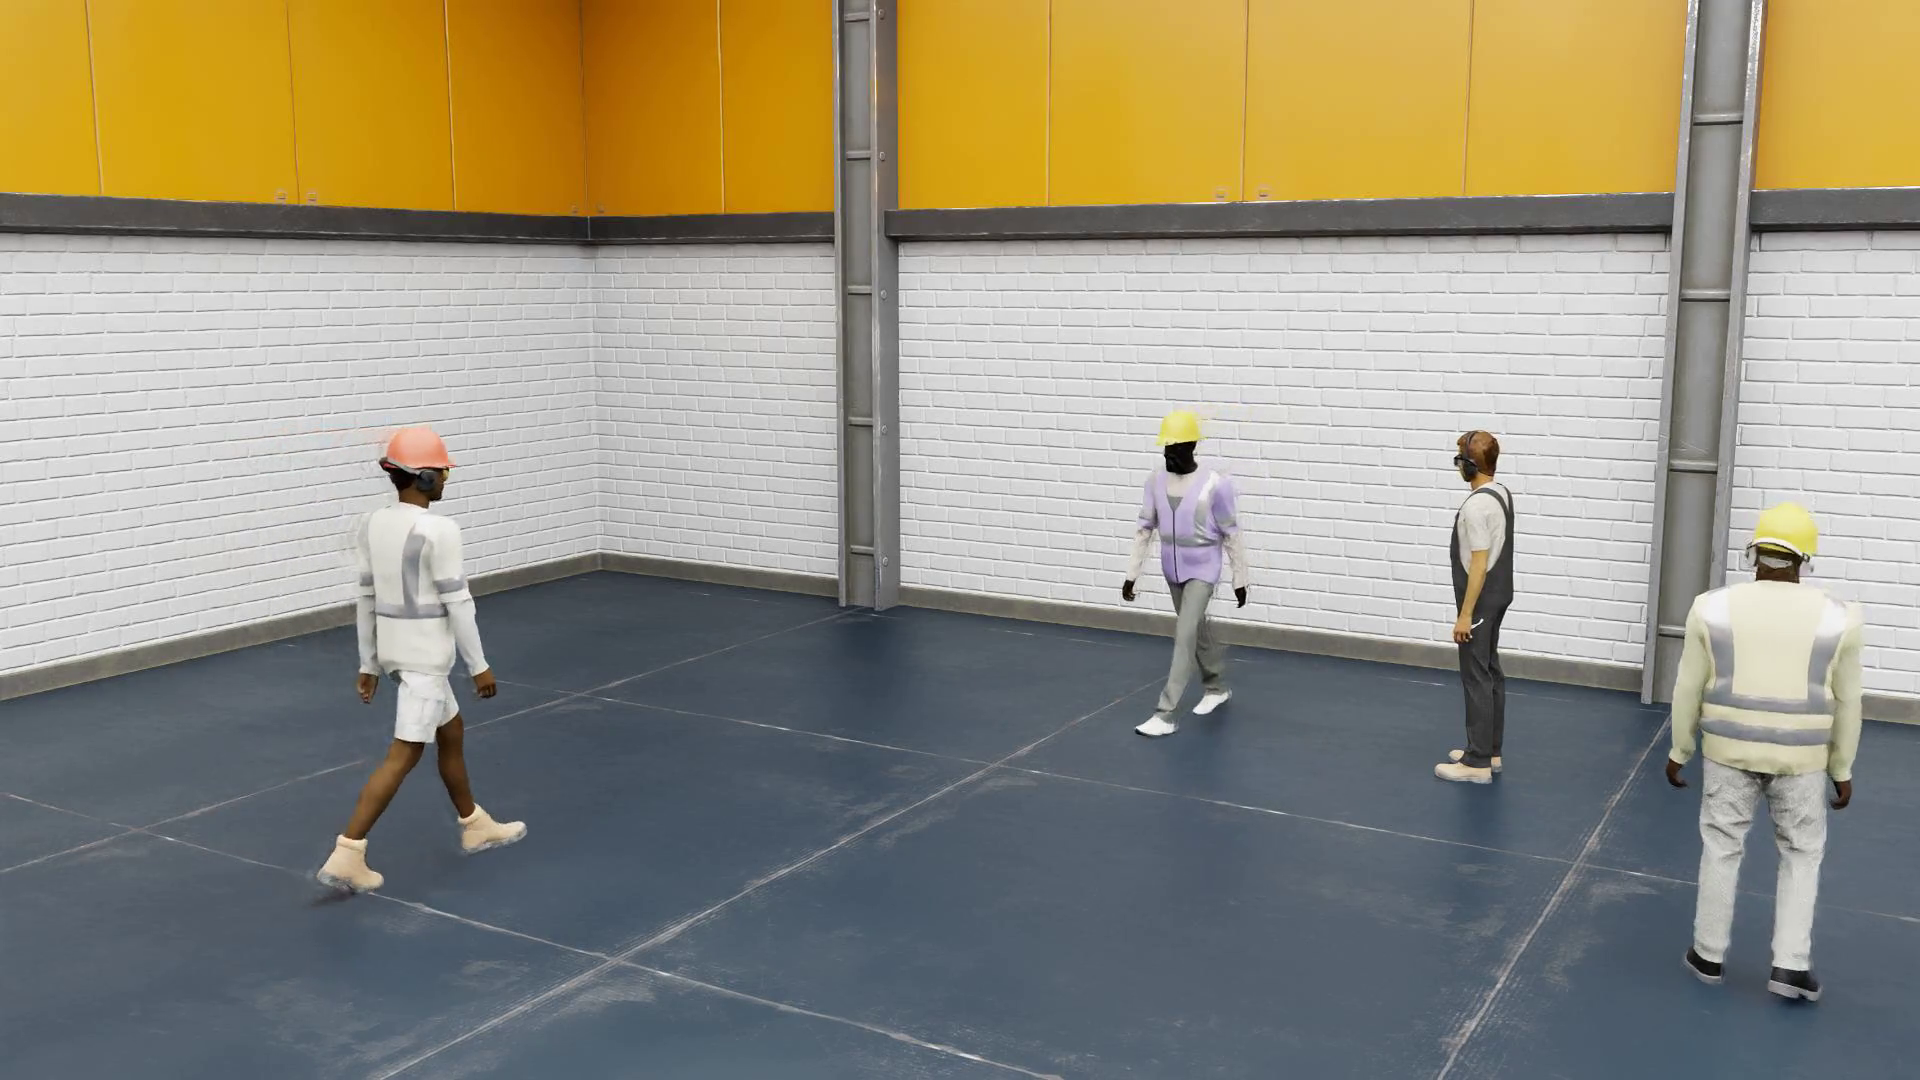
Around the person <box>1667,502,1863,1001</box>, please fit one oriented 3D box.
[{"bbox_3d":[2.940,0.776,6.100,0.637,1.820,0.422,4,10,24],"label":"person"}]

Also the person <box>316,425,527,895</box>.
[{"bbox_3d":[-2.399,0.505,7.244,0.608,2.001,1.049,8,12,42],"label":"person"}]

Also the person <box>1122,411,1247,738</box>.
[{"bbox_3d":[1.329,0.172,9.710,1.009,1.867,0.614,-8,12,-42],"label":"person"}]

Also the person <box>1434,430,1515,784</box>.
[{"bbox_3d":[2.697,0.346,8.680,0.339,1.842,0.522,6,11,32],"label":"person"}]
